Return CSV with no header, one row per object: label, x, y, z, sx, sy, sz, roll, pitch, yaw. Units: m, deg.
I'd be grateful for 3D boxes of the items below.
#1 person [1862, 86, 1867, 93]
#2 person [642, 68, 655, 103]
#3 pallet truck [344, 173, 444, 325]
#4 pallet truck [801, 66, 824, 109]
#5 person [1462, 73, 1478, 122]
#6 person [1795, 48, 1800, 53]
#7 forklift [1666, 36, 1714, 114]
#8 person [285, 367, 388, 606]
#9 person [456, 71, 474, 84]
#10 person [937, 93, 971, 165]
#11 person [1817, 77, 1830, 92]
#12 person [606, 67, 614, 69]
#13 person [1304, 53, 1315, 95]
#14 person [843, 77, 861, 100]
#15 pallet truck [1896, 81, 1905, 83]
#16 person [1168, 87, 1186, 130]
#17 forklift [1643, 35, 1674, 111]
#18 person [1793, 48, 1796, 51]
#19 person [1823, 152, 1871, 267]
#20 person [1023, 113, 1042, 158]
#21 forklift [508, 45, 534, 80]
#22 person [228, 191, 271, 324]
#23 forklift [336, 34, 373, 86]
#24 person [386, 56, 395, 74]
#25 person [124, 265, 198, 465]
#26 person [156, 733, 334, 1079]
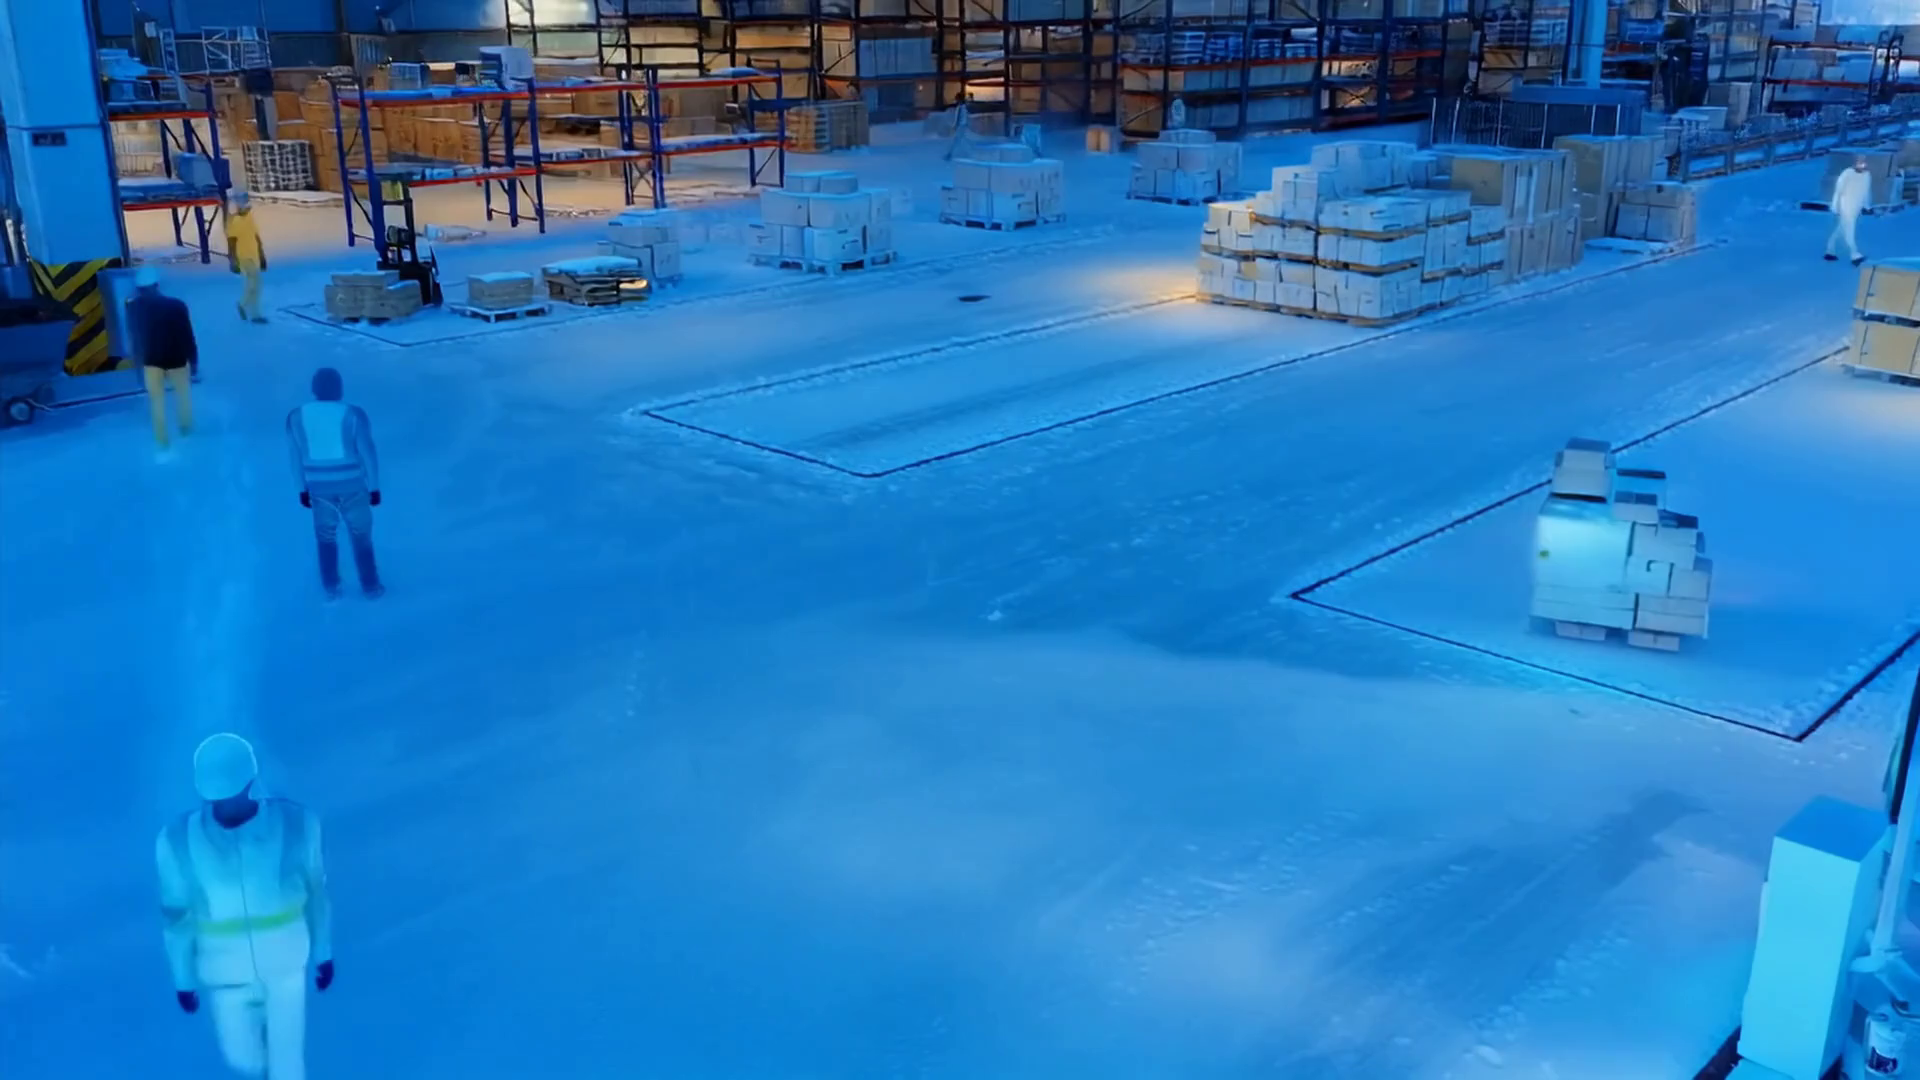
person,36.385,-18.495,67.186,0.596,1.809,0.818,-14,23,-36
person,-11.091,-15.956,59.473,1.054,1.851,0.638,15,23,38
pallet truck,-8.209,-4.181,23.757,0.823,1.965,1.885,3,19,9
pallet truck,-4.812,-15.182,56.903,0.823,1.965,1.885,-9,21,-26
person,18.005,-15.630,58.730,0.540,1.681,0.462,4,19,13
person,41.833,-23.778,83.256,0.592,1.698,0.730,-6,19,-18
forklift,27.341,-17.291,61.877,1.129,2.768,1.873,17,25,41
person,-4.714,-0.401,12.615,0.624,1.844,0.430,-1,18,-4
person,-16.111,-14.300,54.288,0.607,1.964,0.687,-9,20,-25
person,-0.085,-10.945,44.338,0.987,1.862,0.614,-3,19,-10
person,30.818,-15.980,59.408,0.513,1.927,0.634,-1,18,-3
person,-14.744,-19.497,70.494,0.517,1.616,0.662,2,18,5
person,15.468,-20.619,73.429,0.403,1.904,0.652,-16,24,-39
person,-3.339,-13.422,51.734,0.600,1.926,1.009,-7,20,-20
pallet truck,34.802,-16.331,61.455,0.653,1.274,1.630,17,25,41
person,6.009,-11.626,46.306,0.399,1.921,0.554,-5,19,-16
forklift,26.792,-18.090,64.285,1.129,2.768,1.873,17,25,41
person,42.284,-24.199,84.253,0.417,1.894,0.681,14,23,36
person,15.210,-5.631,28.303,0.653,1.882,1.007,-7,20,-20
person,1.750,-9.446,40.117,0.540,1.683,0.493,-8,20,-23
forklift,-13.658,-14.074,52.183,1.129,2.768,1.873,17,25,41
person,-9.906,-3.920,23.190,0.405,1.856,0.556,6,19,19
forklift,-23.363,-18.330,65.008,1.129,2.768,1.873,17,25,41
person,-23.085,-18.780,67.905,0.968,1.888,0.621,-12,22,-33
person,-7.945,-1.787,16.634,0.626,1.944,1.029,-5,19,-15
person,-2.769,1.589,6.531,0.592,1.903,0.779,-6,19,-17
